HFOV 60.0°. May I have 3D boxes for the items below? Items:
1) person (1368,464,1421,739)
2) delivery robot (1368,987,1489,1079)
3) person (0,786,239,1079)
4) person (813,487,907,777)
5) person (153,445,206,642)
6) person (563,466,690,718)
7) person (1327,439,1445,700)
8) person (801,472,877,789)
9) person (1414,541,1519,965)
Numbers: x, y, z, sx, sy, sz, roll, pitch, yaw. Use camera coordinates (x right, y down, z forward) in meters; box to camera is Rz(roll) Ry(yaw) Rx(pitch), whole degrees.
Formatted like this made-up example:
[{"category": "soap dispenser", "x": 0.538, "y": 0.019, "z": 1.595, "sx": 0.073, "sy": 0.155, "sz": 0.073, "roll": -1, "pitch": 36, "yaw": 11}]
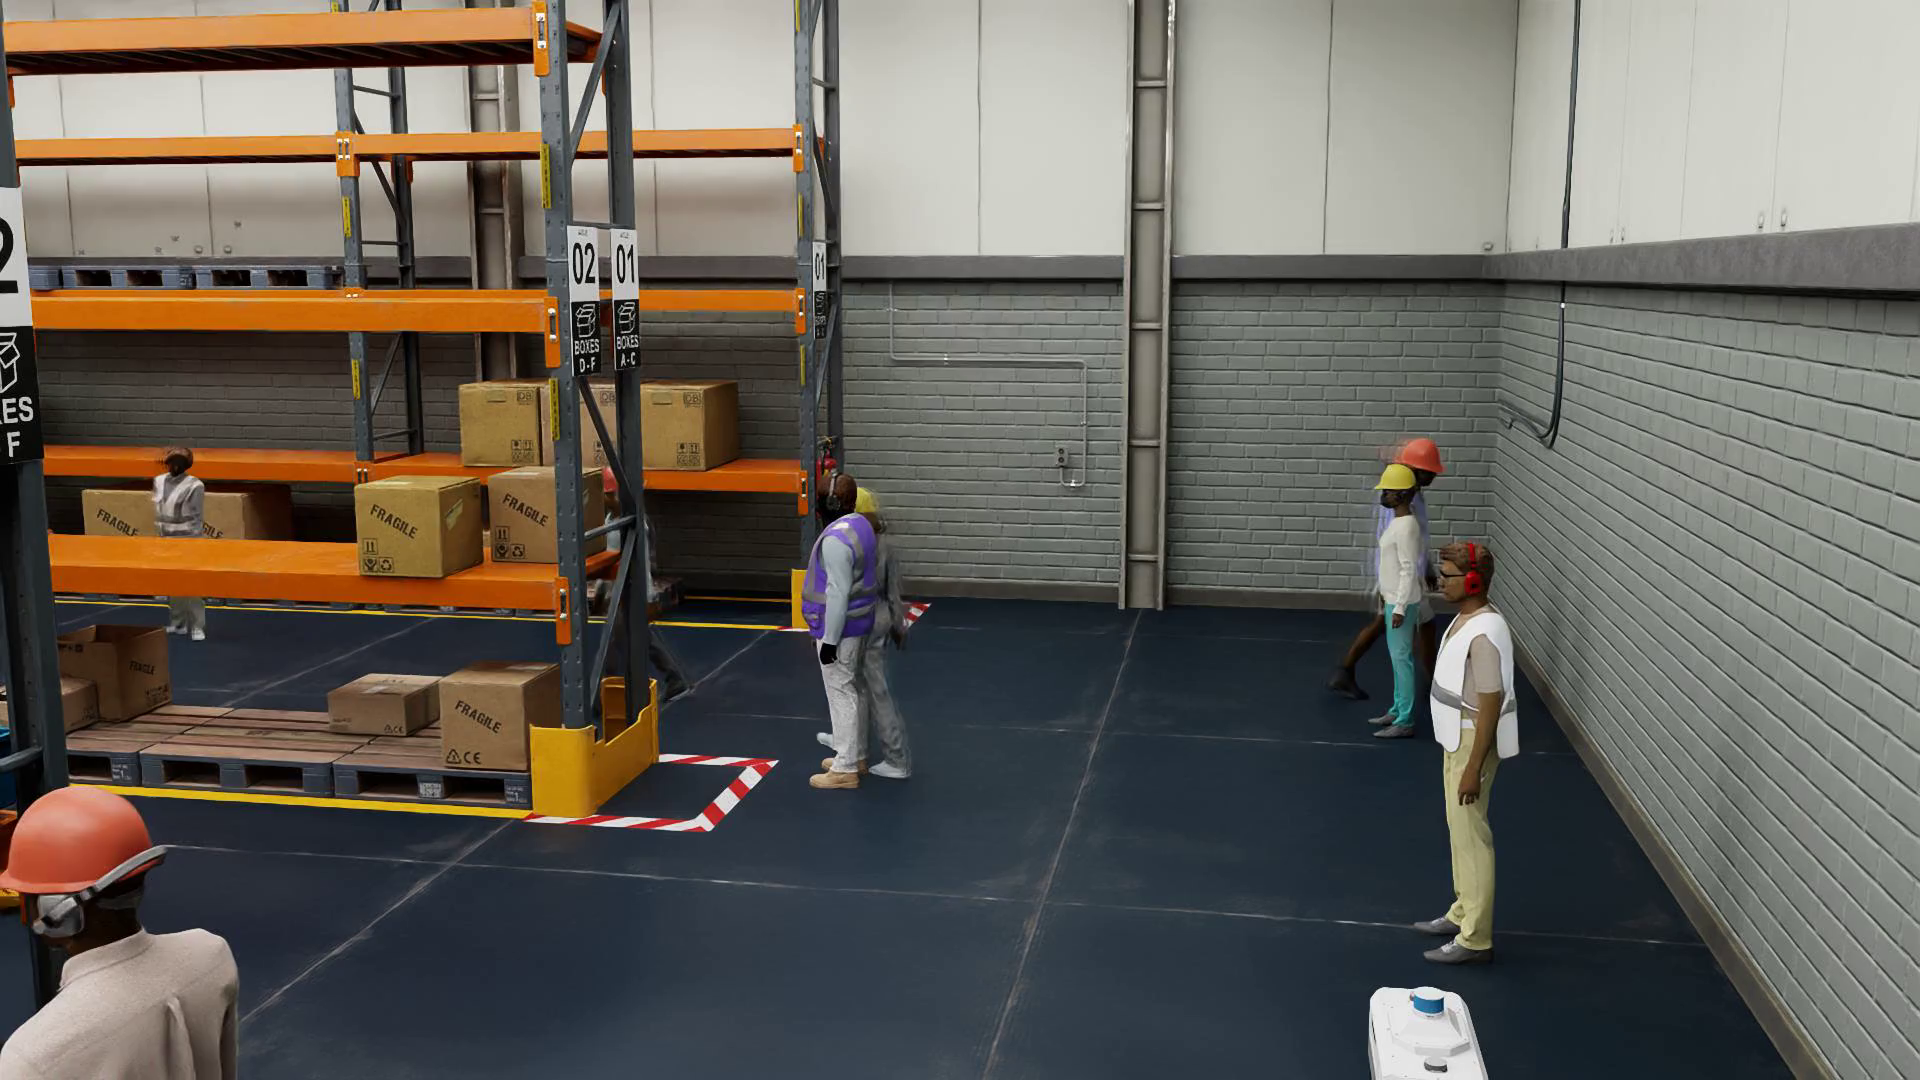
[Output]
[{"category": "person", "x": 2.798, "y": 0.393, "z": 10.698, "sx": 0.318, "sy": 1.767, "sz": 0.534, "roll": 2, "pitch": 9, "yaw": 10}, {"category": "delivery robot", "x": 1.583, "y": 1.763, "z": 5.651, "sx": 0.477, "sy": 0.478, "sz": 0.707, "roll": 2, "pitch": 9, "yaw": 10}, {"category": "person", "x": -1.682, "y": 1.462, "z": 3.359, "sx": 0.395, "sy": 1.990, "sz": 0.625, "roll": 2, "pitch": 9, "yaw": 10}, {"category": "person", "x": -0.625, "y": 0.538, "z": 9.973, "sx": 0.868, "sy": 1.706, "sz": 0.499, "roll": 6, "pitch": 11, "yaw": 32}, {"category": "person", "x": -6.360, "y": 0.025, "z": 13.482, "sx": 0.664, "sy": 1.609, "sz": 0.320, "roll": 4, "pitch": 10, "yaw": 26}, {"category": "person", "x": -2.248, "y": 0.334, "z": 11.289, "sx": 0.921, "sy": 1.702, "sz": 0.569, "roll": -5, "pitch": 10, "yaw": -28}, {"category": "person", "x": 3.026, "y": 0.225, "z": 11.422, "sx": 1.006, "sy": 1.874, "sz": 0.569, "roll": 3, "pitch": 10, "yaw": 15}, {"category": "person", "x": -0.706, "y": 0.518, "z": 9.683, "sx": 0.429, "sy": 1.842, "sz": 0.636, "roll": 2, "pitch": 9, "yaw": 10}, {"category": "person", "x": 2.215, "y": 0.917, "z": 7.202, "sx": 0.374, "sy": 1.841, "sz": 0.573, "roll": 2, "pitch": 9, "yaw": 10}]
